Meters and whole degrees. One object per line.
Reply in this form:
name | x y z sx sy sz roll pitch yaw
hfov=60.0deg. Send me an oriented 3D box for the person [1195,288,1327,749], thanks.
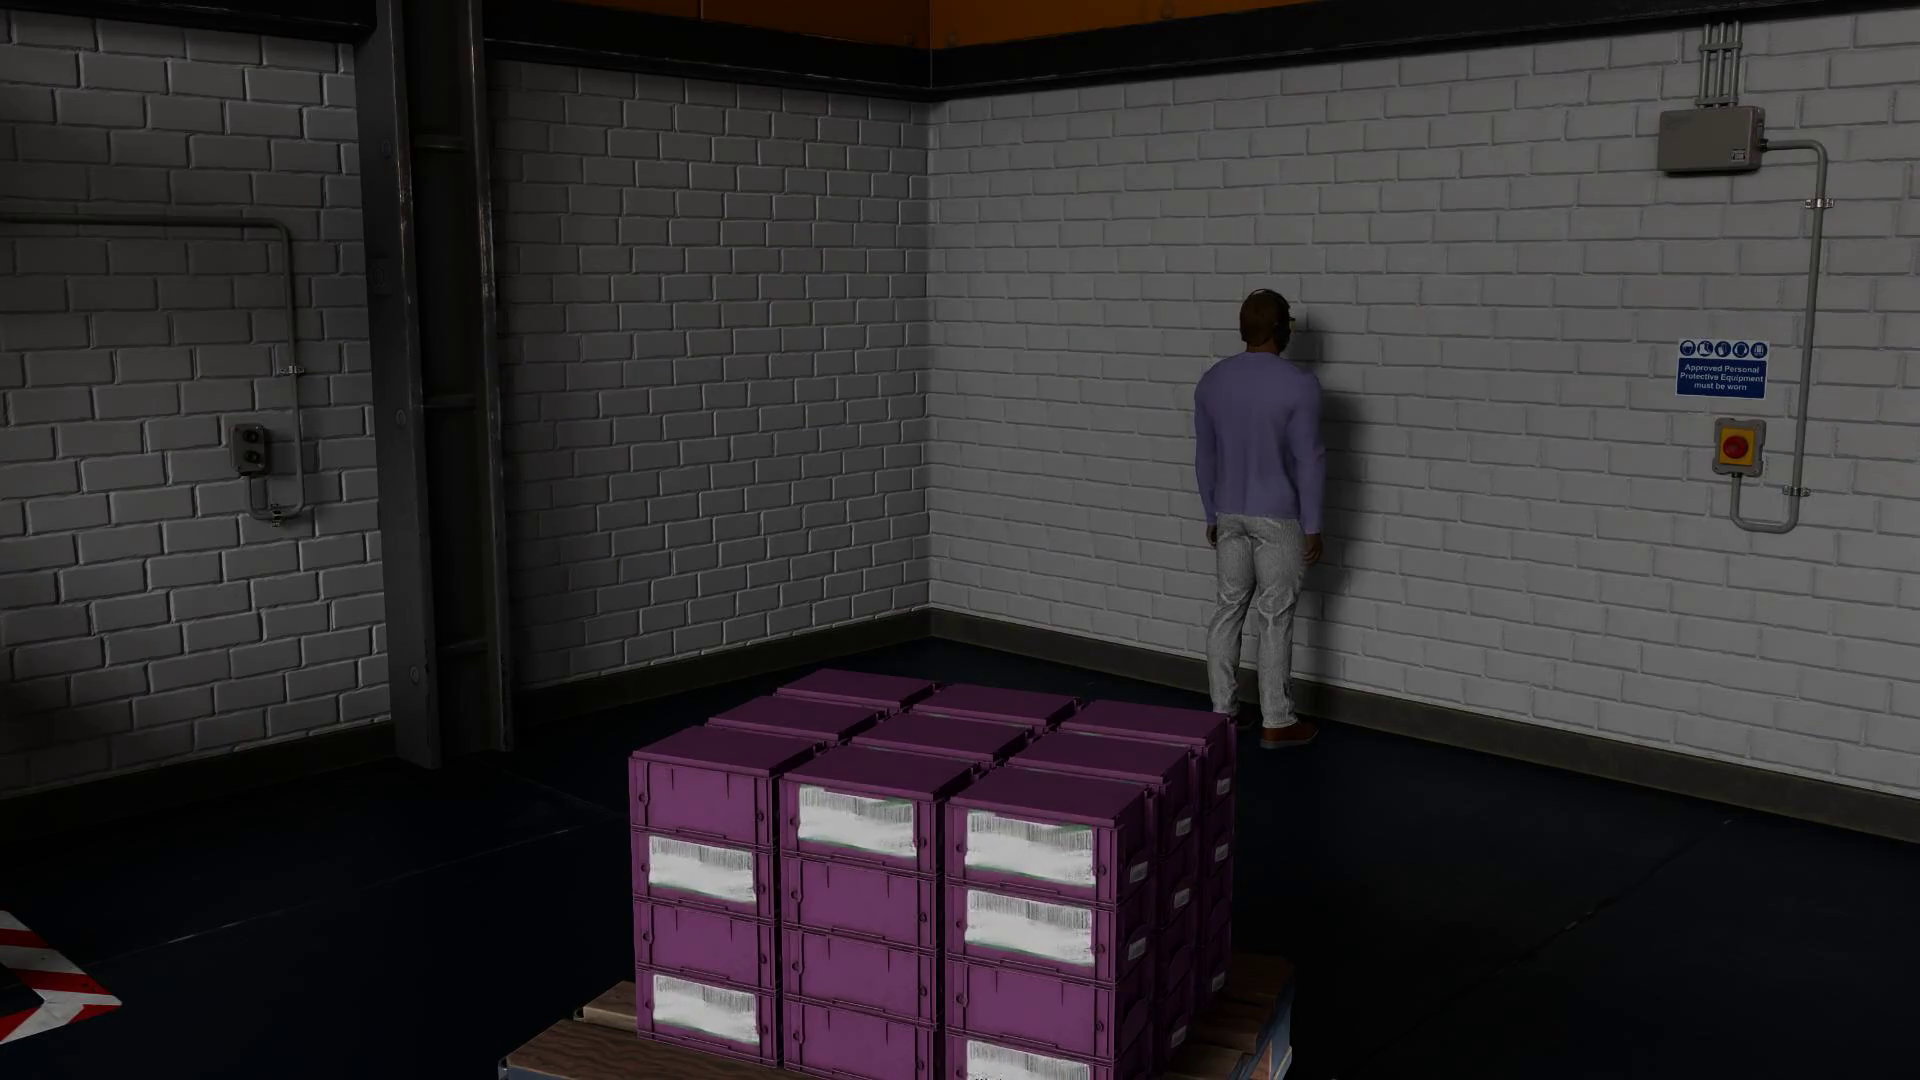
person | 1.276 -0.087 7.061 0.372 1.940 0.630 -9 13 -44
